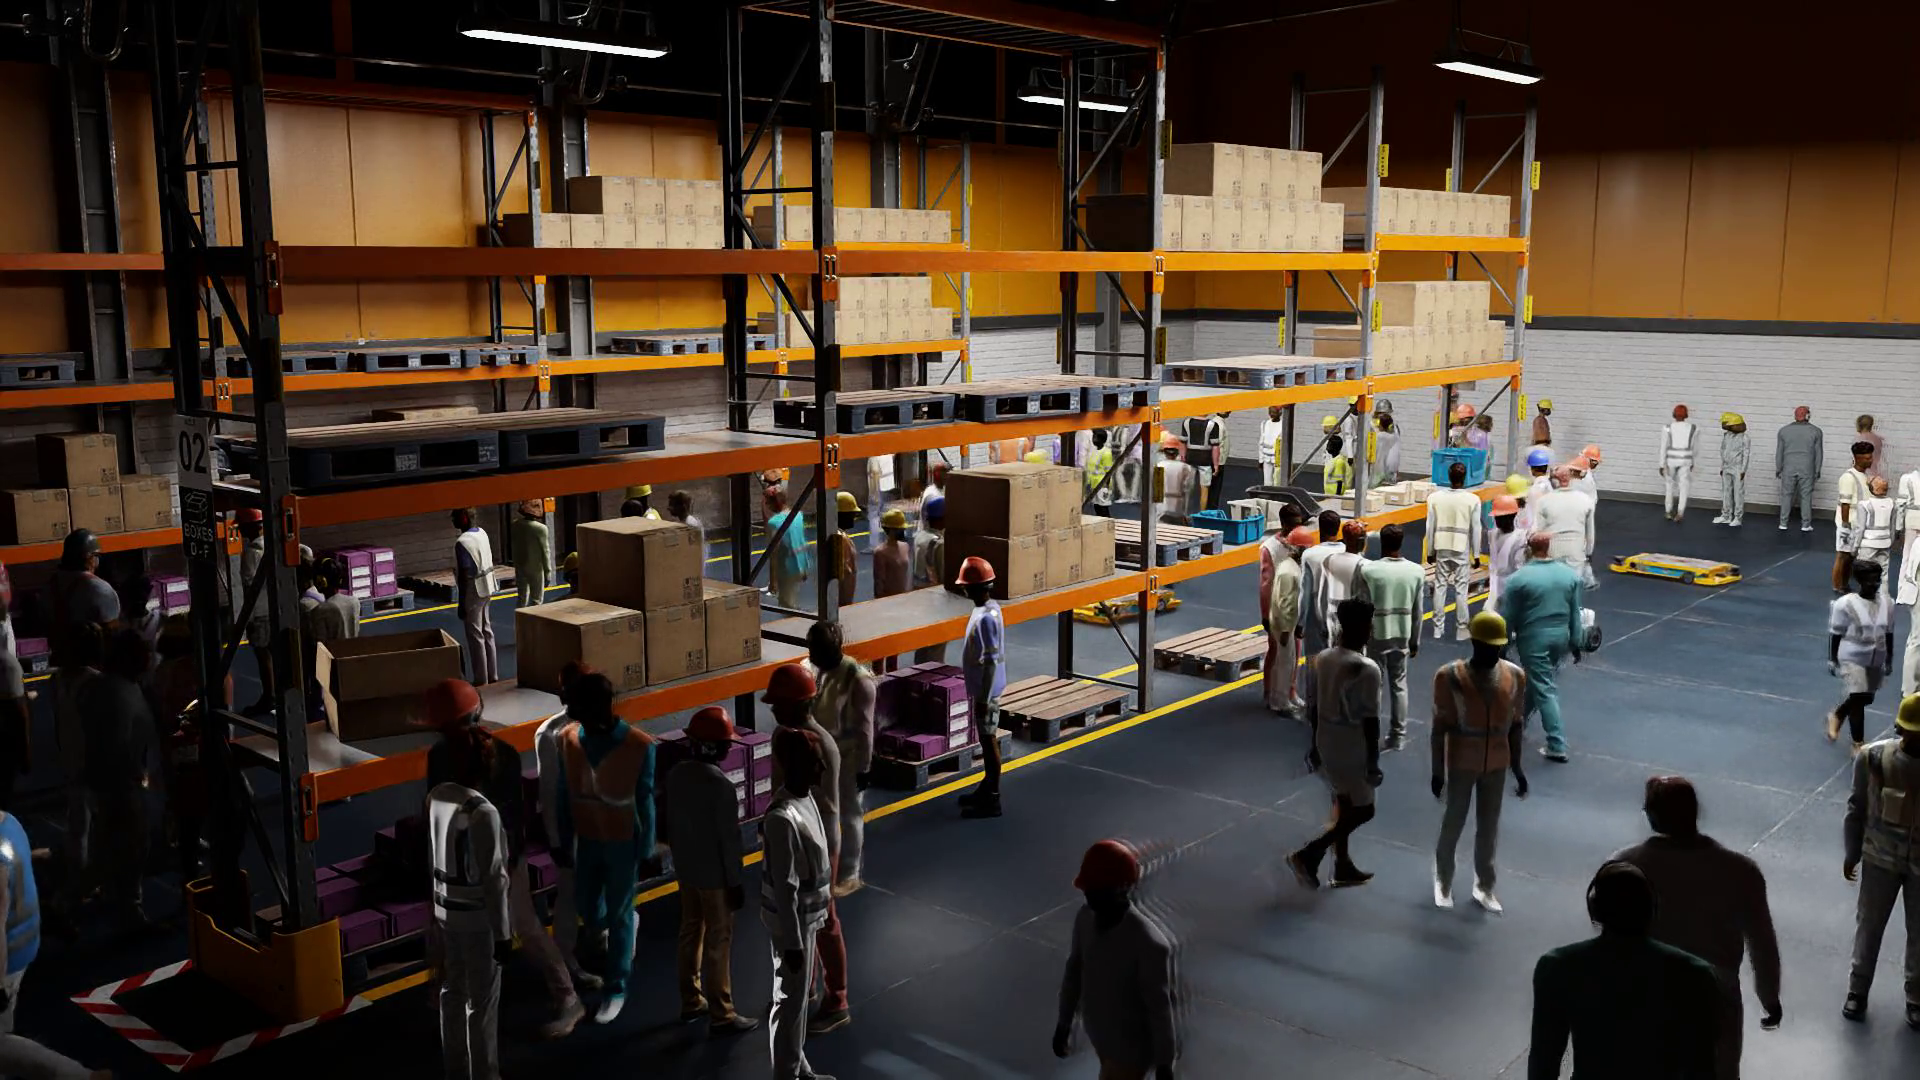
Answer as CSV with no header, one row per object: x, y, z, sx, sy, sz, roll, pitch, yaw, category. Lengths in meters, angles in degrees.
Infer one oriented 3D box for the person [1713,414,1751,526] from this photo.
11.932,-1.085,25.677,0.311,1.735,0.484,-4,10,-20,person

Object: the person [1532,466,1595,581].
6.500,0.126,17.977,0.699,1.875,0.523,0,10,2,person

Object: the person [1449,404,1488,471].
7.238,-0.941,23.897,0.611,2.042,0.394,8,12,38,person

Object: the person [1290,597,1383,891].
2.422,1.325,10.651,0.623,1.947,0.627,-4,10,-20,person

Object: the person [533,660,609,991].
-2.129,1.584,9.330,0.361,1.872,0.589,5,11,29,person

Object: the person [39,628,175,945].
-5.112,1.484,9.879,0.741,1.892,0.691,-5,11,-29,person

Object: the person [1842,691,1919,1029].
5.026,1.687,8.841,0.600,1.827,0.404,5,11,27,person

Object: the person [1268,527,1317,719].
2.967,0.735,14.850,0.459,1.732,0.561,3,10,19,person

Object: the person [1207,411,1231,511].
4.023,-1.225,25.772,0.408,1.986,0.616,0,10,1,person

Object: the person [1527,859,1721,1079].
2.389,2.118,6.035,0.645,1.908,0.504,3,10,18,person

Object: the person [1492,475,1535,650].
5.770,0.230,17.388,0.616,1.878,0.504,-6,11,-30,person

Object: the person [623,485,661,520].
-3.157,0.327,16.722,0.416,1.916,0.583,-2,10,-9,person

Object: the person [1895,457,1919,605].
11.380,-0.170,19.634,0.594,1.925,0.370,5,11,27,person

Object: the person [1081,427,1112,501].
2.221,-1.280,27.213,0.524,1.612,0.607,-2,10,-10,person

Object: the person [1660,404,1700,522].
11.276,-1.214,26.098,0.557,1.845,0.911,4,10,20,person

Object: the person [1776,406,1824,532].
12.670,-1.074,25.118,0.636,1.903,0.404,6,11,33,person

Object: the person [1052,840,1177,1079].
0.610,2.069,6.933,0.903,1.698,0.593,-5,11,-27,person

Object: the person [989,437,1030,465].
0.713,-0.883,23.893,0.591,1.927,0.366,0,10,3,person

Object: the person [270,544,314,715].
-6.040,0.655,14.930,0.510,1.860,0.333,1,10,4,person

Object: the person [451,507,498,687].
-4.579,0.536,15.709,0.393,1.836,0.561,1,10,3,person

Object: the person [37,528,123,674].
-6.685,0.909,12.857,0.688,2.000,0.539,3,10,20,person

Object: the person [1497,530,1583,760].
4.782,0.843,13.839,0.659,1.840,1.043,-3,10,-19,person

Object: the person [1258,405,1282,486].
4.958,-1.245,26.203,0.360,1.880,0.576,-9,13,-44,person

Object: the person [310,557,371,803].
-4.702,1.051,12.552,0.326,1.863,0.510,3,10,19,person

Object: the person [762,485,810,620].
-1.681,0.337,16.981,0.714,1.810,0.606,4,10,23,person

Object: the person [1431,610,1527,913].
3.242,1.381,10.406,0.596,1.928,0.379,-1,10,-5,person

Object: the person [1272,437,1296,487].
4.260,-0.477,21.983,0.336,1.761,0.523,7,12,35,person

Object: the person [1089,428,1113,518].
2.014,-0.773,23.927,0.317,1.695,0.540,-3,10,-20,person

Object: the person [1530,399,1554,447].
9.858,-1.521,28.217,0.341,1.761,0.526,7,12,36,person

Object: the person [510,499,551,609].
-4.523,0.331,17.560,0.504,1.623,0.286,5,11,28,person

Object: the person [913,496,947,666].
-0.225,0.560,15.217,0.406,1.948,0.605,-5,11,-26,person

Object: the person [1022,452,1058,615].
0.965,-0.076,19.207,0.661,1.893,0.433,1,10,8,person

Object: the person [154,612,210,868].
-5.222,1.339,11.215,0.336,1.735,0.487,-1,10,-4,person

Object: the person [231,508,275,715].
-6.308,0.612,14.971,0.389,1.930,0.546,0,10,3,person

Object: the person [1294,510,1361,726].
3.228,0.688,14.594,0.600,1.906,0.413,-4,10,-22,person

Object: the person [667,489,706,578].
-2.761,0.399,16.537,0.555,1.823,0.538,-3,10,-16,person

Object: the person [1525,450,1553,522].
6.566,-0.055,18.896,0.401,1.942,0.610,6,11,33,person

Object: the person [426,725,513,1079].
-2.329,1.807,7.966,0.342,1.882,0.579,-9,13,-44,person

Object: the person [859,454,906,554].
-1.097,-0.692,23.025,0.580,1.829,0.593,4,10,20,person

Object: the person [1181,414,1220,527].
3.686,-1.192,25.455,0.611,2.030,0.410,5,11,28,person

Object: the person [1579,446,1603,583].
7.959,-0.335,21.166,0.348,1.740,0.567,3,10,15,person
